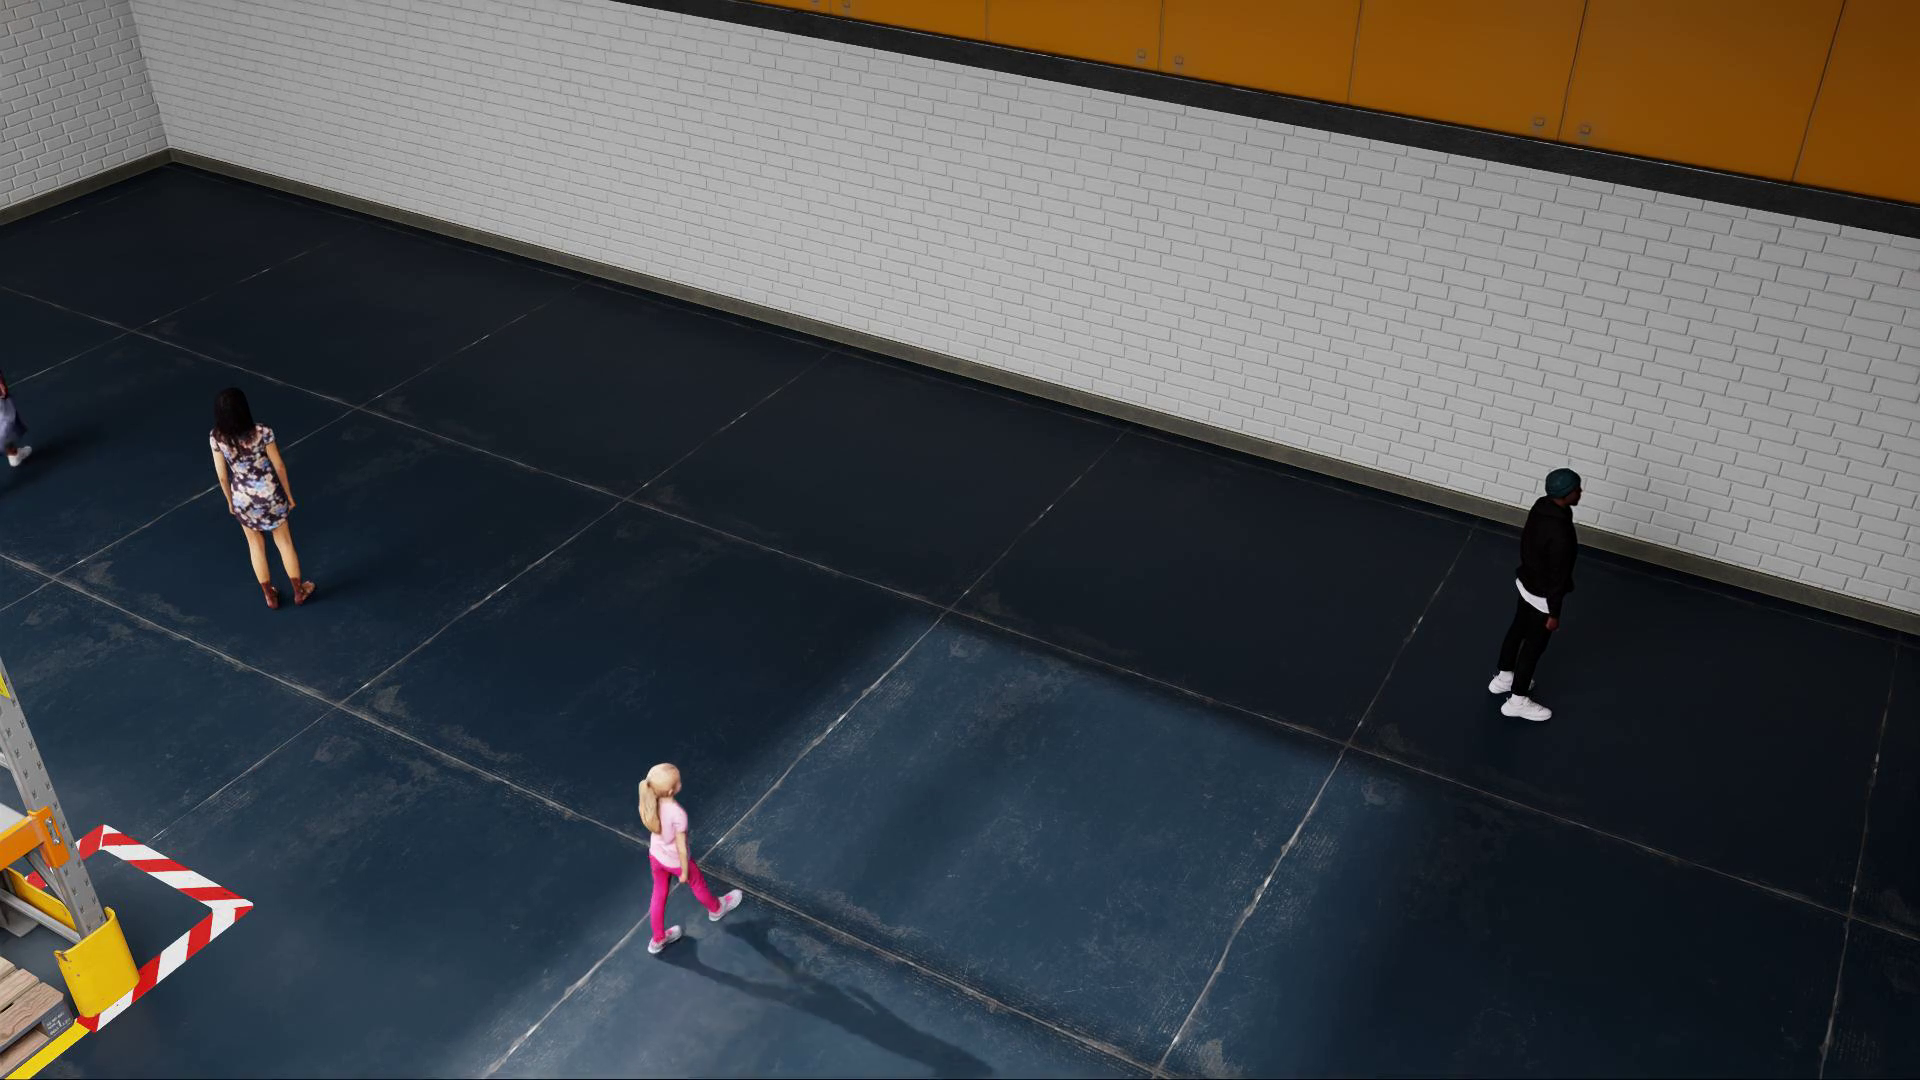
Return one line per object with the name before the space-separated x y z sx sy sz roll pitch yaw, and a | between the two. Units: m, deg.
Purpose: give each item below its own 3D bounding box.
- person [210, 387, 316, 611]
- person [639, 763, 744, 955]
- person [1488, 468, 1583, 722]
person | -4.929 -0.288 11.680 0.662 1.732 0.708 -7 34 -10
person | -1.618 1.751 9.049 0.590 1.250 0.857 24 41 32
person | 3.722 0.321 10.686 0.823 1.818 0.710 -1 34 -1
